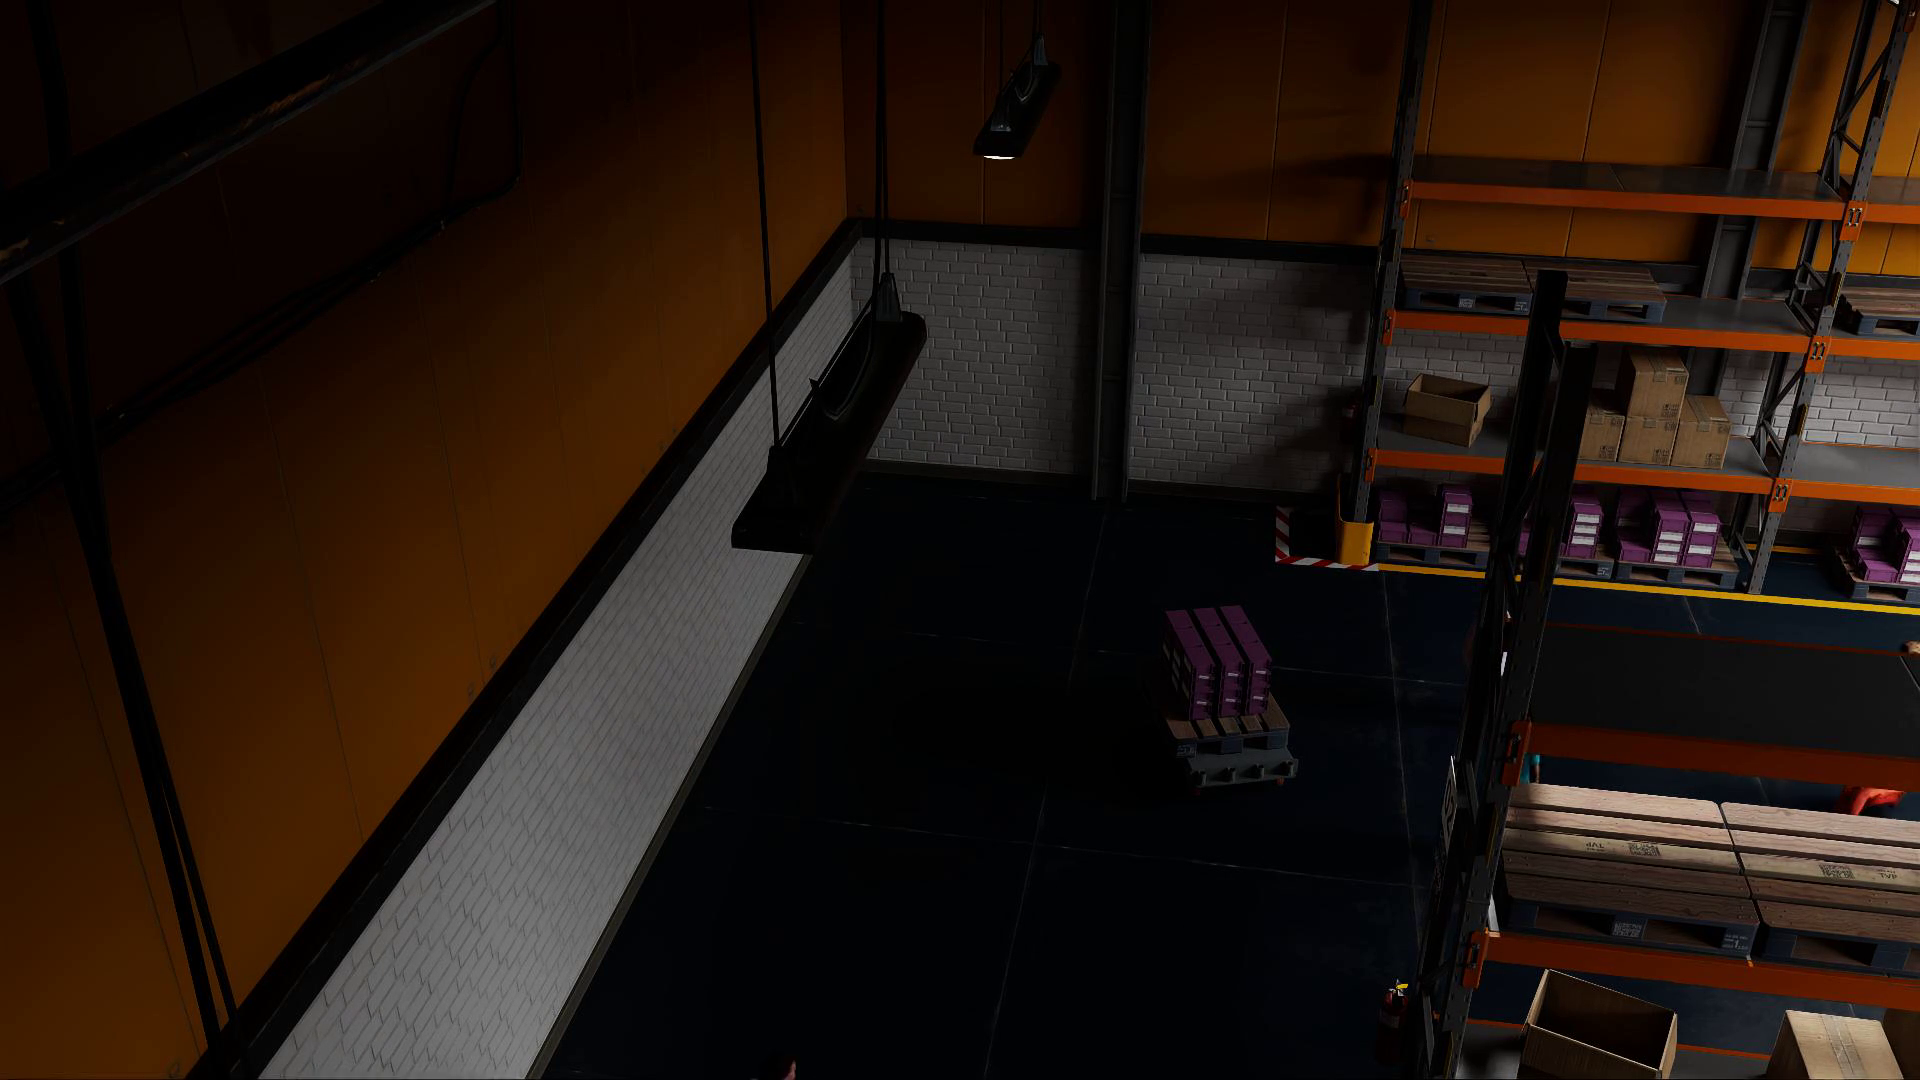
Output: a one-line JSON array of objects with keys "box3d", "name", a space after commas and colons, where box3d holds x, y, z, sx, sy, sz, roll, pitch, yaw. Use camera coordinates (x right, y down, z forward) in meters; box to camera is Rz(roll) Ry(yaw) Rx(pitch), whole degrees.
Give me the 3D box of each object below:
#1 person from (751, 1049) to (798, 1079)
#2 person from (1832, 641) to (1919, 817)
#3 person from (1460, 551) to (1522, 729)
[{"box3d": [-1.118, 3.651, 9.422, 0.967, 1.811, 0.975, 22, 36, 35], "name": "person"}, {"box3d": [7.457, 1.569, 13.288, 1.271, 1.763, 1.105, -13, 31, -23], "name": "person"}, {"box3d": [4.659, 0.838, 14.571, 0.692, 1.818, 0.672, 5, 29, 8], "name": "person"}]
